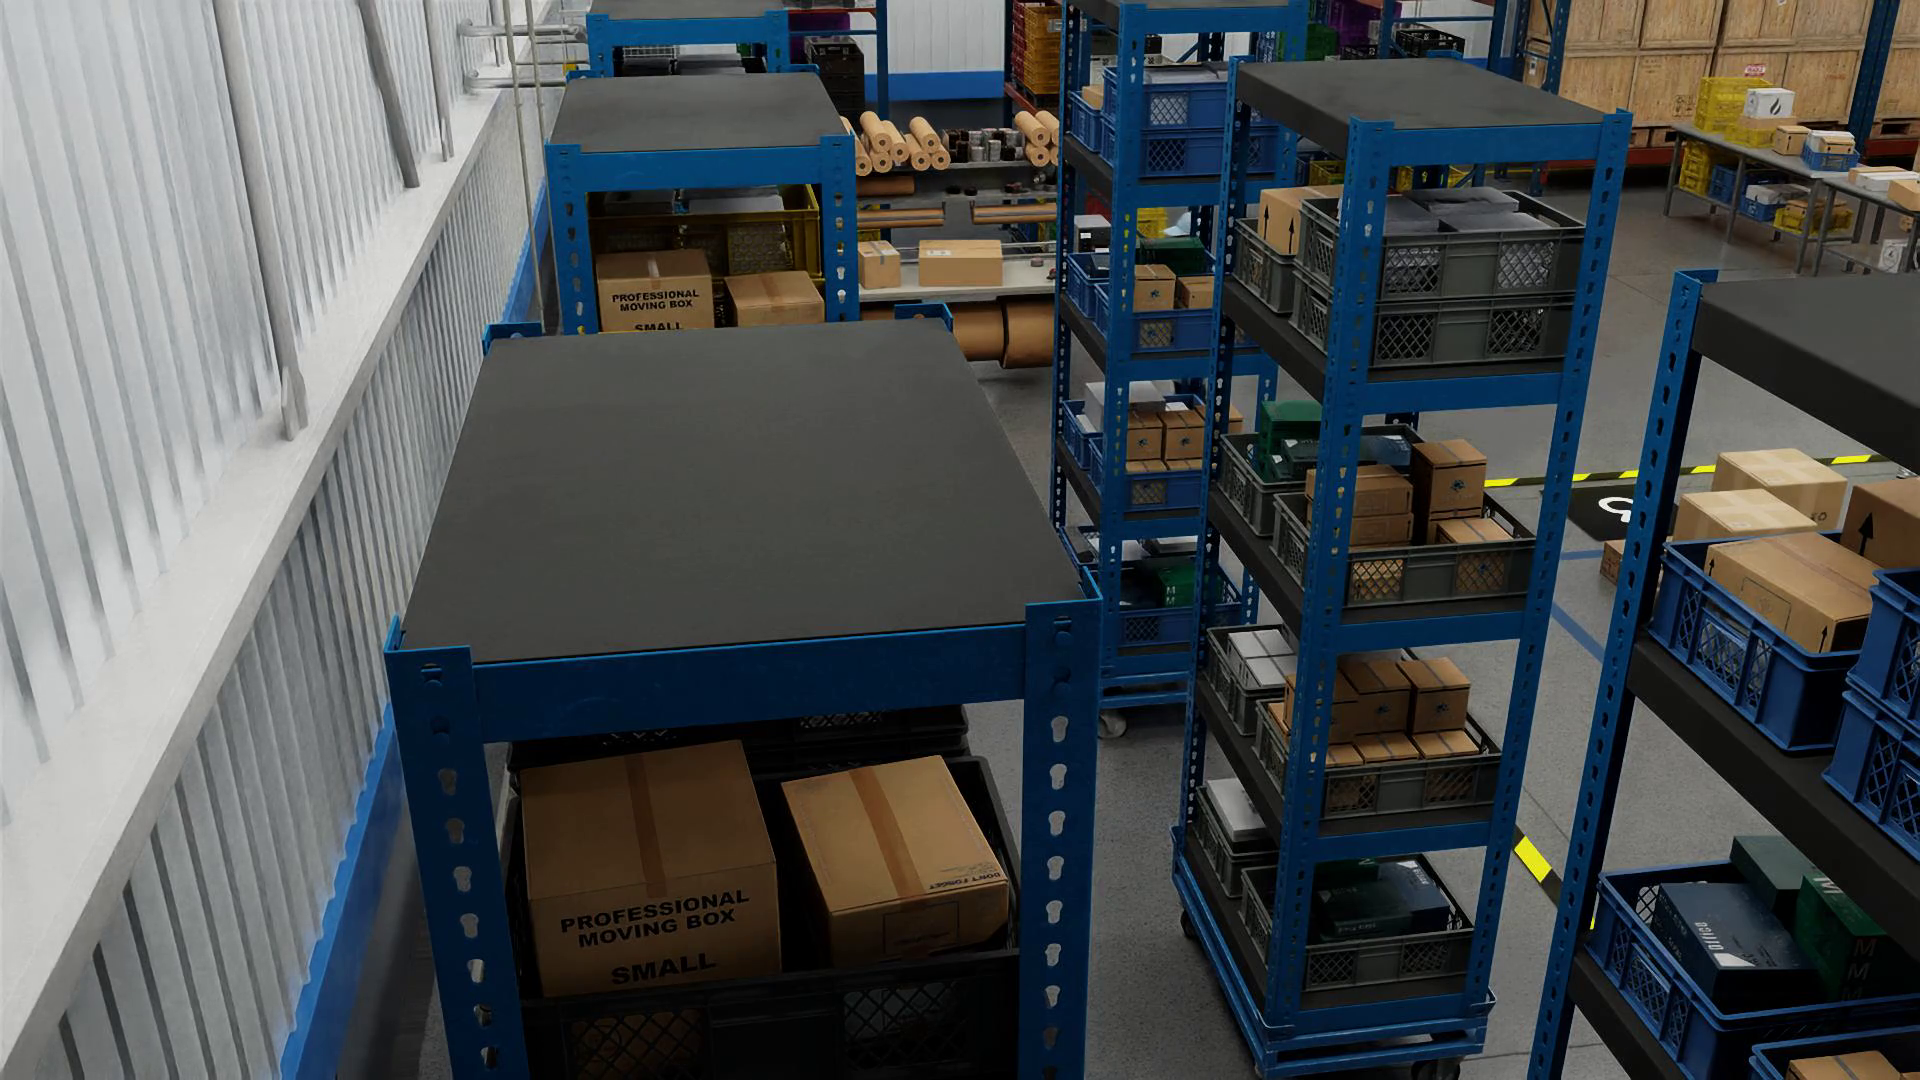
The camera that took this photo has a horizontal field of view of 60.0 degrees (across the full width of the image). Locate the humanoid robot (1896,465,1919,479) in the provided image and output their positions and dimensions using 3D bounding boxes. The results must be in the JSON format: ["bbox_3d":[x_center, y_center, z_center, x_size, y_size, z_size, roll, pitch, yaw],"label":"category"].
[{"bbox_3d":[6.425,-1.143,10.869,0.735,1.675,0.533,-11,27,-22],"label":"humanoid robot"}]

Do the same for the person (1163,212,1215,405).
[{"bbox_3d":[1.531,-1.308,11.247,0.397,1.852,0.589,-4,25,-9],"label":"person"}]
